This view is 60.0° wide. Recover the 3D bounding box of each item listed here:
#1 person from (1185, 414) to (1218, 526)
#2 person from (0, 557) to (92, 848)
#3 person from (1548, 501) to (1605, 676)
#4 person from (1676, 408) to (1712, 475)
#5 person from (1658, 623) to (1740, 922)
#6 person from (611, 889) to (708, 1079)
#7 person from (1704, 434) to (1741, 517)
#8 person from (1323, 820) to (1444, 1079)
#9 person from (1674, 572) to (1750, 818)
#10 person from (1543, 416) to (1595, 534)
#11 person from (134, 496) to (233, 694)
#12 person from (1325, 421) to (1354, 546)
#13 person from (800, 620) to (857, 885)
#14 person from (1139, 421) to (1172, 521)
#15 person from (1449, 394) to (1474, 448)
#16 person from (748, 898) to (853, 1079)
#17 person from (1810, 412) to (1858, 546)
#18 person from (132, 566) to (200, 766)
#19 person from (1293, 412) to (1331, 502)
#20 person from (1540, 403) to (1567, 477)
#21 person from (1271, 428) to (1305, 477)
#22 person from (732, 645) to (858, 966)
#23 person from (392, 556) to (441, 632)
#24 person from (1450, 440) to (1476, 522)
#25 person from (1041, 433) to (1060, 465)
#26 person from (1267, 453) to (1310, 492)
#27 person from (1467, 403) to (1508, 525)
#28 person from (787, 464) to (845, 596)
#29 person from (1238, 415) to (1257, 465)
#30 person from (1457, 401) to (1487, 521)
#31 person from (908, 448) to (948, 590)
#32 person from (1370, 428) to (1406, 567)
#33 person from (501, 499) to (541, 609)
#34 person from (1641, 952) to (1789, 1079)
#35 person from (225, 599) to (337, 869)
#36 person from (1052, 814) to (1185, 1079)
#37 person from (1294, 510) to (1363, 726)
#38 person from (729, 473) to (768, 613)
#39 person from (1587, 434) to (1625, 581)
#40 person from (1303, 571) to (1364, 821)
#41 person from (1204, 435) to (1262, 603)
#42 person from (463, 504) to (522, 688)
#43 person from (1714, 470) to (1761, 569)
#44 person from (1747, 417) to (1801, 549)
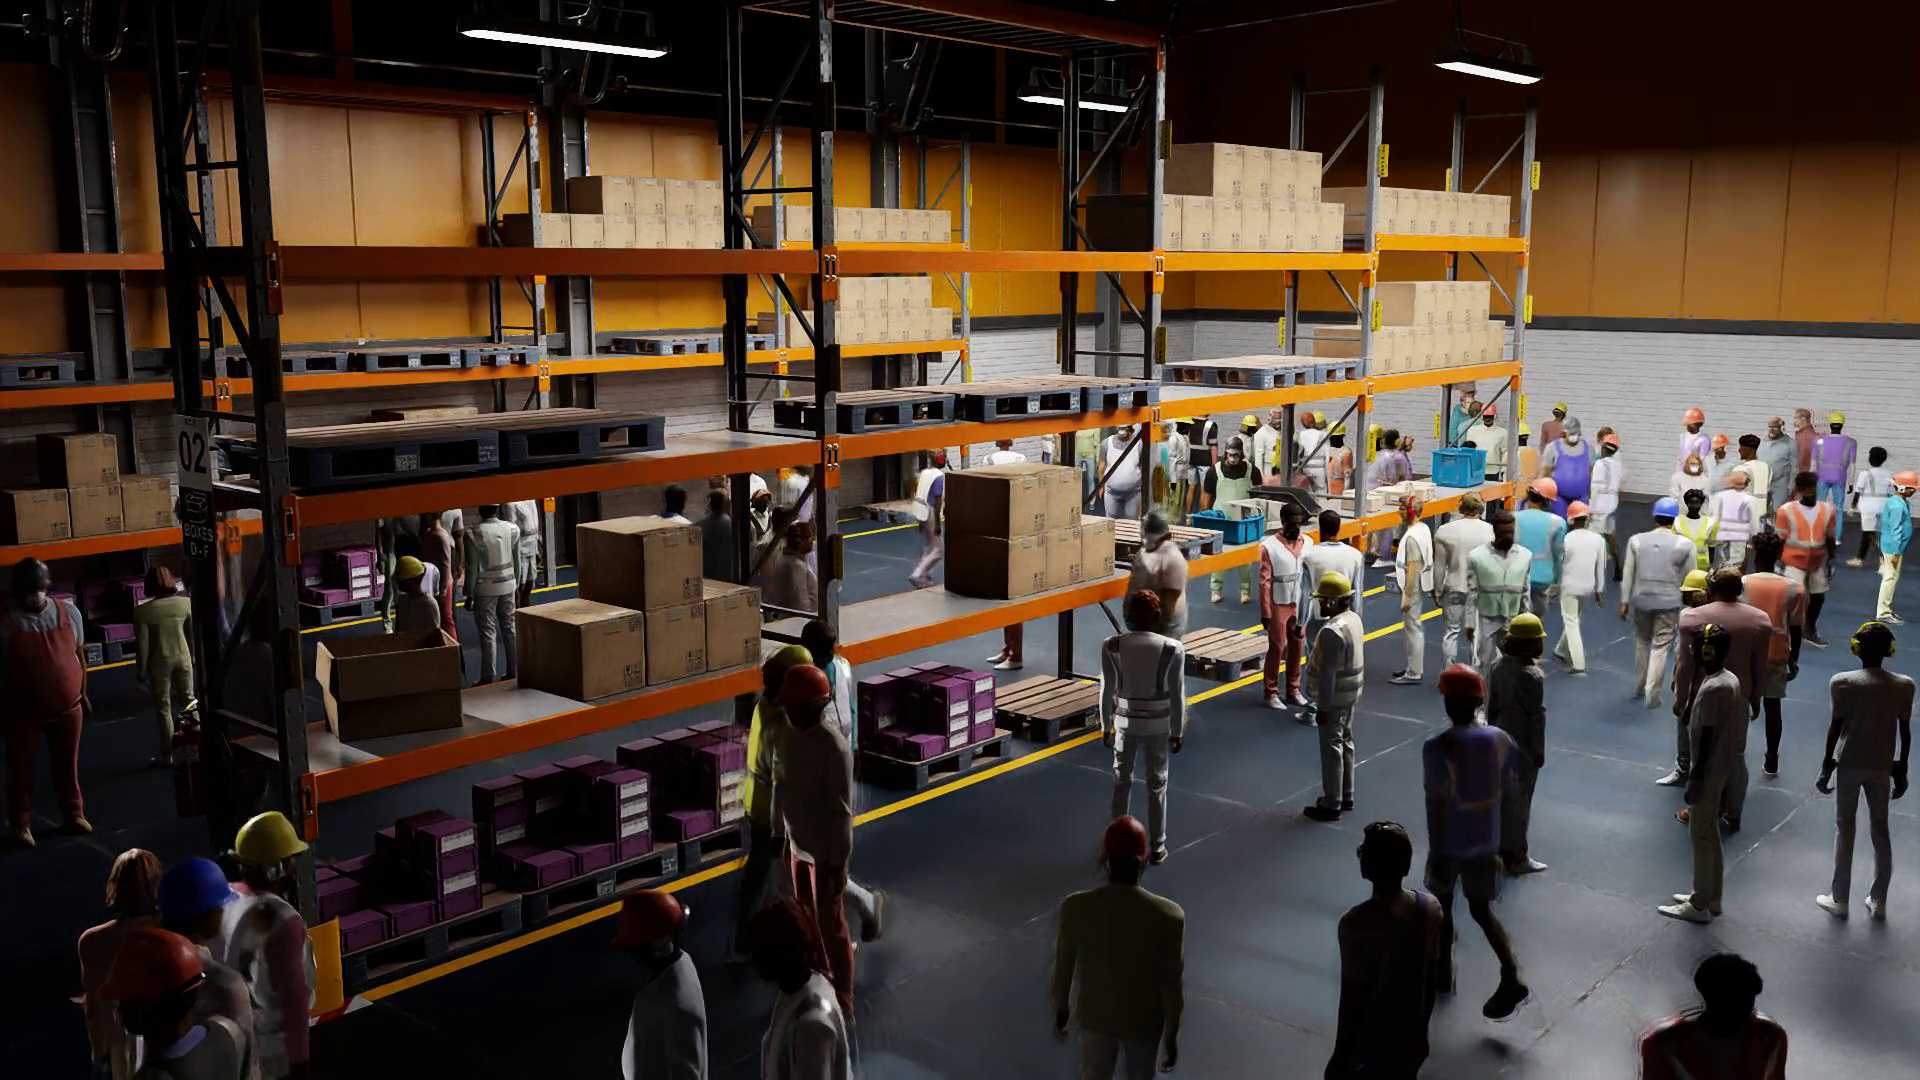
[{"bbox_3d":[3.701,-1.192,25.448,0.613,2.031,0.404,8,13,41],"label":"person"},{"bbox_3d":[-6.421,1.113,11.643,0.536,2.000,0.688,8,13,41],"label":"person"},{"bbox_3d":[6.088,0.461,16.558,0.577,1.701,0.911,-3,10,-15],"label":"person"},{"bbox_3d":[10.294,-0.860,23.478,0.403,2.029,0.627,-2,10,-11],"label":"person"},{"bbox_3d":[4.613,1.432,10.306,0.349,1.856,0.528,7,12,36],"label":"person"},{"bbox_3d":[-1.130,2.151,6.325,0.339,1.743,0.560,-3,10,-16],"label":"person"},{"bbox_3d":[10.443,-0.608,22.931,0.847,1.699,0.573,-6,11,-34],"label":"person"},{"bbox_3d":[1.703,2.030,6.744,0.520,1.844,0.331,-5,11,-28],"label":"person"},{"bbox_3d":[5.461,1.151,11.988,0.564,1.847,0.397,-5,11,-26],"label":"person"},{"bbox_3d":[8.207,-0.697,22.444,0.692,2.000,0.616,1,10,6],"label":"person"},{"bbox_3d":[-7.133,0.527,15.420,1.036,1.937,0.619,-9,13,-44],"label":"person"},{"bbox_3d":[5.110,-0.647,22.495,0.383,1.924,0.589,-2,10,-9],"label":"person"},{"bbox_3d":[-0.902,1.399,10.577,0.430,1.832,0.632,9,13,41],"label":"person"},{"bbox_3d":[2.756,-0.793,23.680,0.648,1.827,0.576,2,10,11],"label":"person"},{"bbox_3d":[8.271,-1.435,27.241,0.642,1.913,0.408,-7,12,-35],"label":"person"},{"bbox_3d":[-0.436,2.172,5.908,0.802,1.854,0.636,-2,10,-12],"label":"person"},{"bbox_3d":[12.528,-0.877,23.895,0.587,1.918,0.396,5,11,29],"label":"person"},{"bbox_3d":[-6.415,1.012,13.455,0.289,1.633,0.501,8,13,41],"label":"person"},{"bbox_3d":[5.274,-1.001,24.900,0.647,1.844,0.615,5,11,28],"label":"person"},{"bbox_3d":[9.826,-1.385,27.416,0.533,1.757,0.337,7,12,37],"label":"person"},{"bbox_3d":[4.858,-0.897,24.671,0.537,1.690,0.322,-2,10,-14],"label":"person"},{"bbox_3d":[-0.956,1.531,9.595,0.830,1.893,0.611,-5,11,-26],"label":"person"},{"bbox_3d":[-4.324,0.985,13.282,0.520,1.752,0.373,8,13,41],"label":"person"},{"bbox_3d":[6.718,-0.506,22.392,0.355,1.686,0.670,4,10,24],"label":"person"},{"bbox_3d":[1.514,-1.414,27.329,0.394,1.839,0.561,-3,10,-19],"label":"person"},{"bbox_3d":[4.128,-0.234,20.657,0.645,1.713,0.394,1,10,9],"label":"person"},{"bbox_3d":[7.775,-1.039,24.622,0.608,1.996,0.379,3,10,16],"label":"person"},{"bbox_3d":[-1.782,-0.160,19.931,0.906,1.805,0.539,2,10,10],"label":"person"},{"bbox_3d":[4.387,-1.045,25.428,0.483,1.738,0.312,-9,13,-43],"label":"person"},{"bbox_3d":[7.925,-1.178,25.632,0.630,1.935,0.366,-3,10,-15],"label":"person"},{"bbox_3d":[-0.377,-0.235,20.359,0.528,1.814,0.601,-4,10,-21],"label":"person"},{"bbox_3d":[5.754,-0.555,22.173,0.400,1.851,0.545,-5,11,-29],"label":"person"},{"bbox_3d":[-4.667,0.124,17.854,0.358,1.938,0.542,2,10,12],"label":"person"},{"bbox_3d":[2.688,2.252,5.922,0.544,1.663,0.628,1,10,3],"label":"person"},{"bbox_3d":[-4.480,1.331,10.764,0.645,1.931,0.581,6,11,30],"label":"person"},{"bbox_3d":[0.666,2.040,7.092,0.576,1.716,0.872,2,10,10],"label":"person"},{"bbox_3d":[3.230,0.687,14.594,0.602,1.906,0.411,-3,10,-16],"label":"person"},{"bbox_3d":[-2.501,-0.077,19.182,0.648,1.901,0.401,-4,10,-24],"label":"person"},{"bbox_3d":[8.193,-0.382,21.034,0.656,1.892,0.518,-8,12,-40],"label":"person"},{"bbox_3d":[2.735,1.134,12.182,0.404,1.824,0.586,5,11,28],"label":"person"},{"bbox_3d":[3.242,-0.250,19.780,0.684,2.000,0.537,1,10,4],"label":"person"},{"bbox_3d":[-4.435,0.464,15.789,0.388,1.947,0.611,8,12,40],"label":"person"},{"bbox_3d":[9.218,-0.019,19.648,0.702,1.618,0.530,-6,11,-31],"label":"person"},{"bbox_3d":[11.413,-0.786,23.388,0.403,1.904,0.652,-8,12,-39],"label":"person"}]
